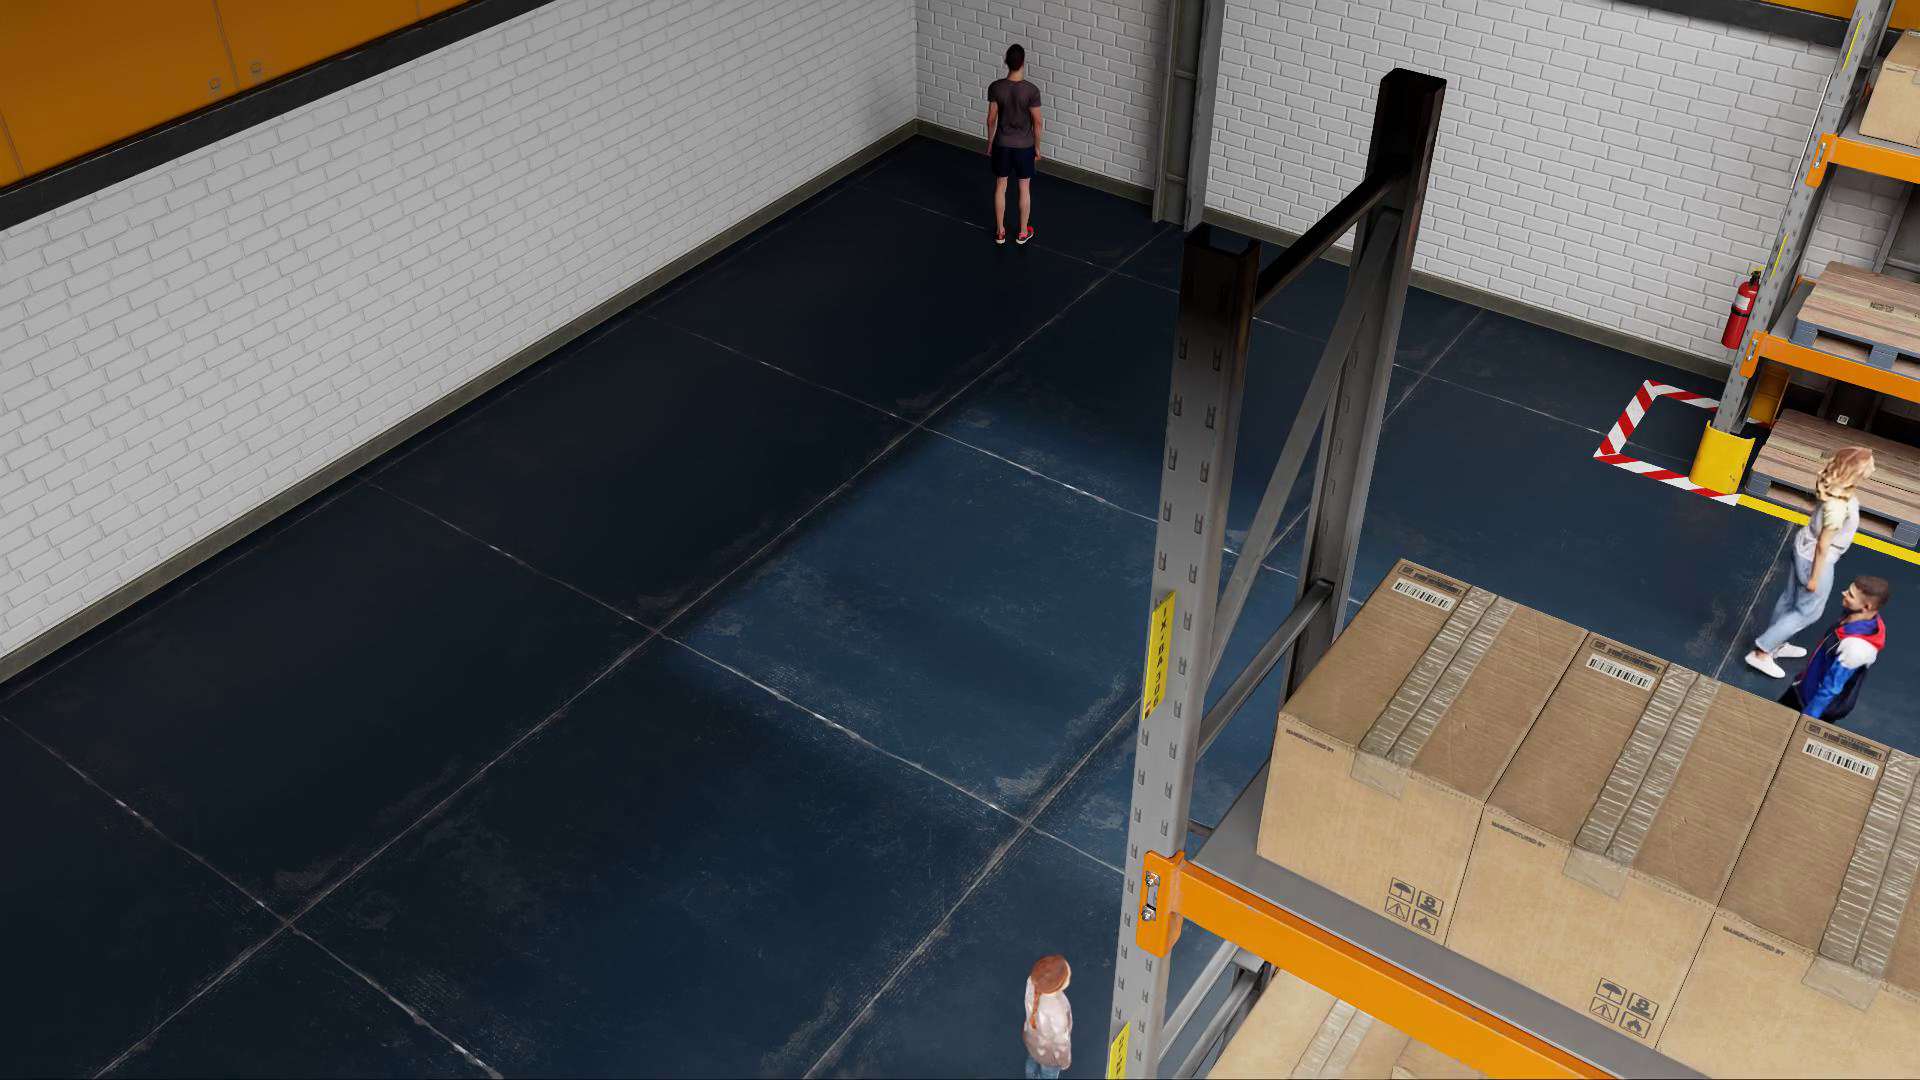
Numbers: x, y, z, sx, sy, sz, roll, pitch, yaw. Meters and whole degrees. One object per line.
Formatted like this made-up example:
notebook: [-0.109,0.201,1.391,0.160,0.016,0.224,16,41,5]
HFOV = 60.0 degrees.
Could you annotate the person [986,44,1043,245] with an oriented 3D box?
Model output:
person: [0.478,-3.554,15.000,0.644,1.853,0.789,5,39,6]

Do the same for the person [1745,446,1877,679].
person: [5.358,0.121,10.502,0.755,1.723,0.754,6,39,8]

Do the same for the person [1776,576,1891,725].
person: [5.015,0.910,9.492,0.680,1.751,0.688,19,42,22]

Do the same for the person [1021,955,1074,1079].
person: [0.416,2.407,8.063,0.616,1.194,0.515,-18,42,-21]
